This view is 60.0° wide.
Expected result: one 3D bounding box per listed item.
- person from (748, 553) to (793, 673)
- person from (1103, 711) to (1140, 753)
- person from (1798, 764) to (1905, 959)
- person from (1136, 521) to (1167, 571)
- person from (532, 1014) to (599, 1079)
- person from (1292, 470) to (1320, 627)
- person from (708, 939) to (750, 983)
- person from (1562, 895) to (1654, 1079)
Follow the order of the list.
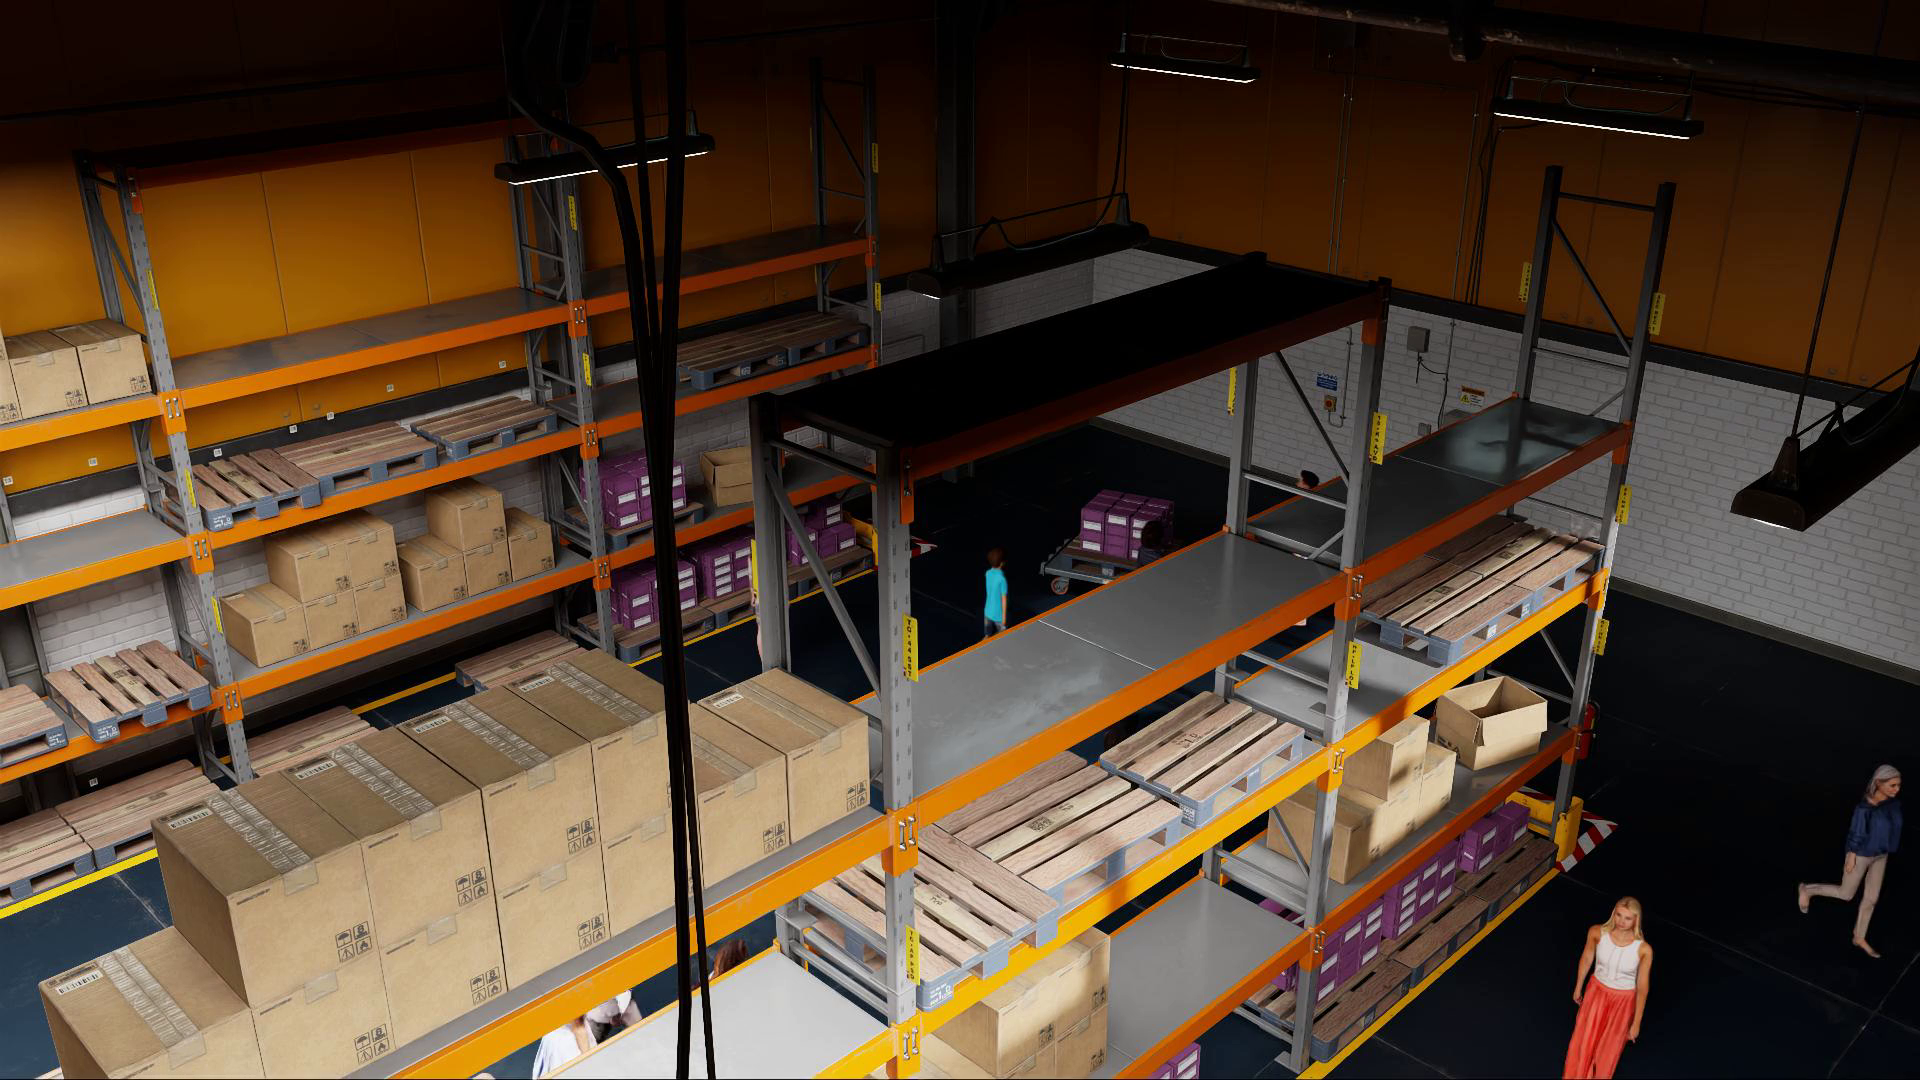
[{"bbox_3d":[-2.019,0.656,17.693,0.671,1.746,0.673,7,24,15],"label":"person"},{"bbox_3d":[1.319,2.182,14.270,0.864,1.691,0.671,-16,28,-33],"label":"person"},{"bbox_3d":[7.279,2.528,13.492,1.015,1.680,0.901,-10,26,-22],"label":"person"},{"bbox_3d":[2.051,0.606,17.868,0.642,1.697,0.671,-12,26,-25],"label":"person"},{"bbox_3d":[-2.625,3.455,11.198,0.749,1.819,0.726,-17,29,-34],"label":"person"},{"bbox_3d":[3.917,0.082,18.875,0.752,1.849,0.618,11,26,23],"label":"person"},{"bbox_3d":[-1.588,3.485,11.239,0.760,1.732,1.140,13,27,28],"label":"person"},{"bbox_3d":[4.629,3.228,11.769,0.776,1.778,1.092,15,28,31],"label":"person"}]
